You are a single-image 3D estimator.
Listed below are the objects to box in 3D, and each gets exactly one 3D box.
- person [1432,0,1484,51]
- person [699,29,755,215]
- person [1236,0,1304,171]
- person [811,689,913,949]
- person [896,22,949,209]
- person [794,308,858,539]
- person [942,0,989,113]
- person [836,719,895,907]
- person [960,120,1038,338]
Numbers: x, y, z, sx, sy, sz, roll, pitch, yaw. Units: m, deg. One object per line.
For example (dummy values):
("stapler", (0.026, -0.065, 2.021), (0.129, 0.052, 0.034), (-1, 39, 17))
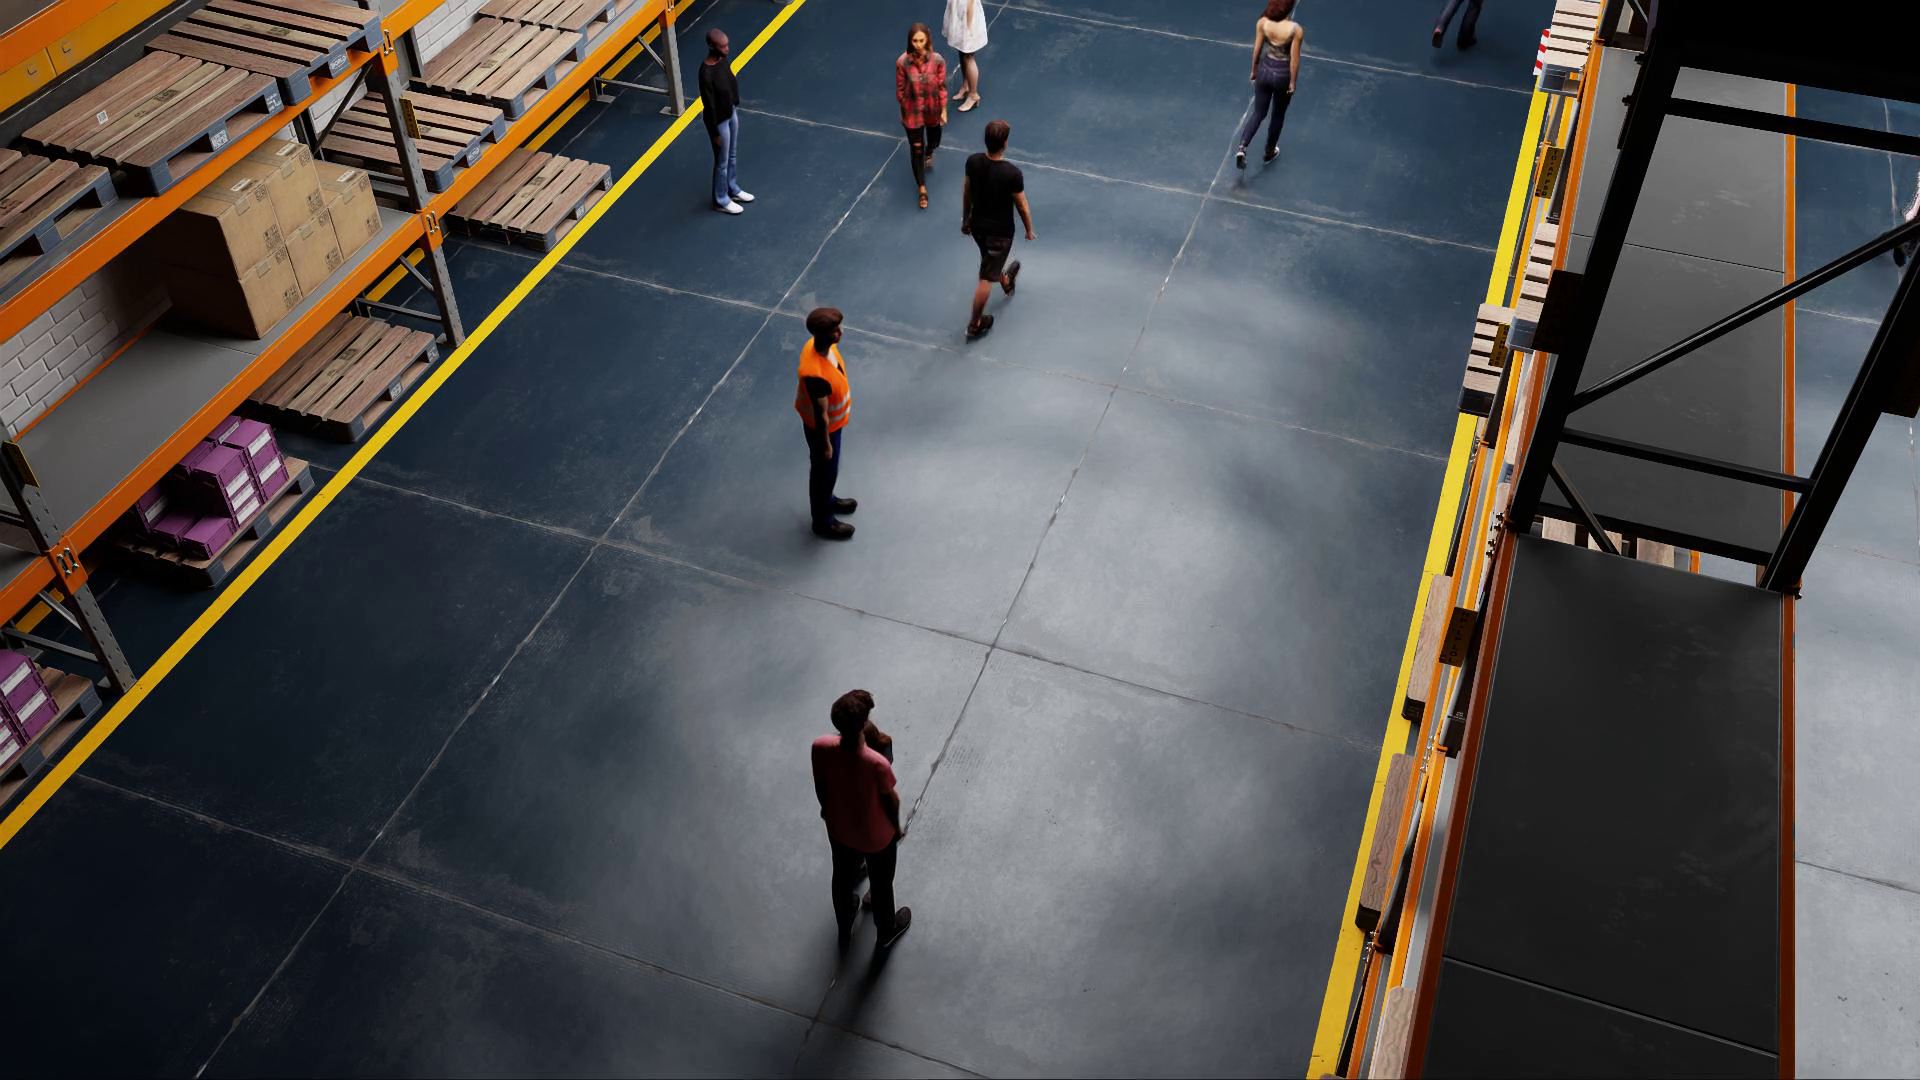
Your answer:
("person", (5.160, -5.727, 16.724), (0.900, 1.790, 1.084), (32, 52, 29))
("person", (-2.111, -3.692, 14.622), (0.668, 1.743, 0.487), (11, 45, 11))
("person", (2.811, -4.128, 15.073), (0.765, 1.751, 1.051), (26, 49, 24))
("person", (-0.549, 1.539, 8.971), (0.619, 1.963, 0.529), (14, 45, 15))
("person", (-0.327, -3.854, 14.838), (0.882, 1.679, 1.117), (-3, 44, -3))
("person", (-0.949, -0.829, 11.517), (0.806, 1.880, 0.682), (0, 44, 0))
("person", (0.045, -4.975, 15.948), (0.841, 1.771, 0.760), (-12, 45, -12))
("person", (-0.541, 1.499, 9.348), (0.660, 1.501, 0.688), (32, 52, 29))
("person", (0.200, -2.438, 13.250), (0.890, 1.819, 1.221), (24, 49, 23))
